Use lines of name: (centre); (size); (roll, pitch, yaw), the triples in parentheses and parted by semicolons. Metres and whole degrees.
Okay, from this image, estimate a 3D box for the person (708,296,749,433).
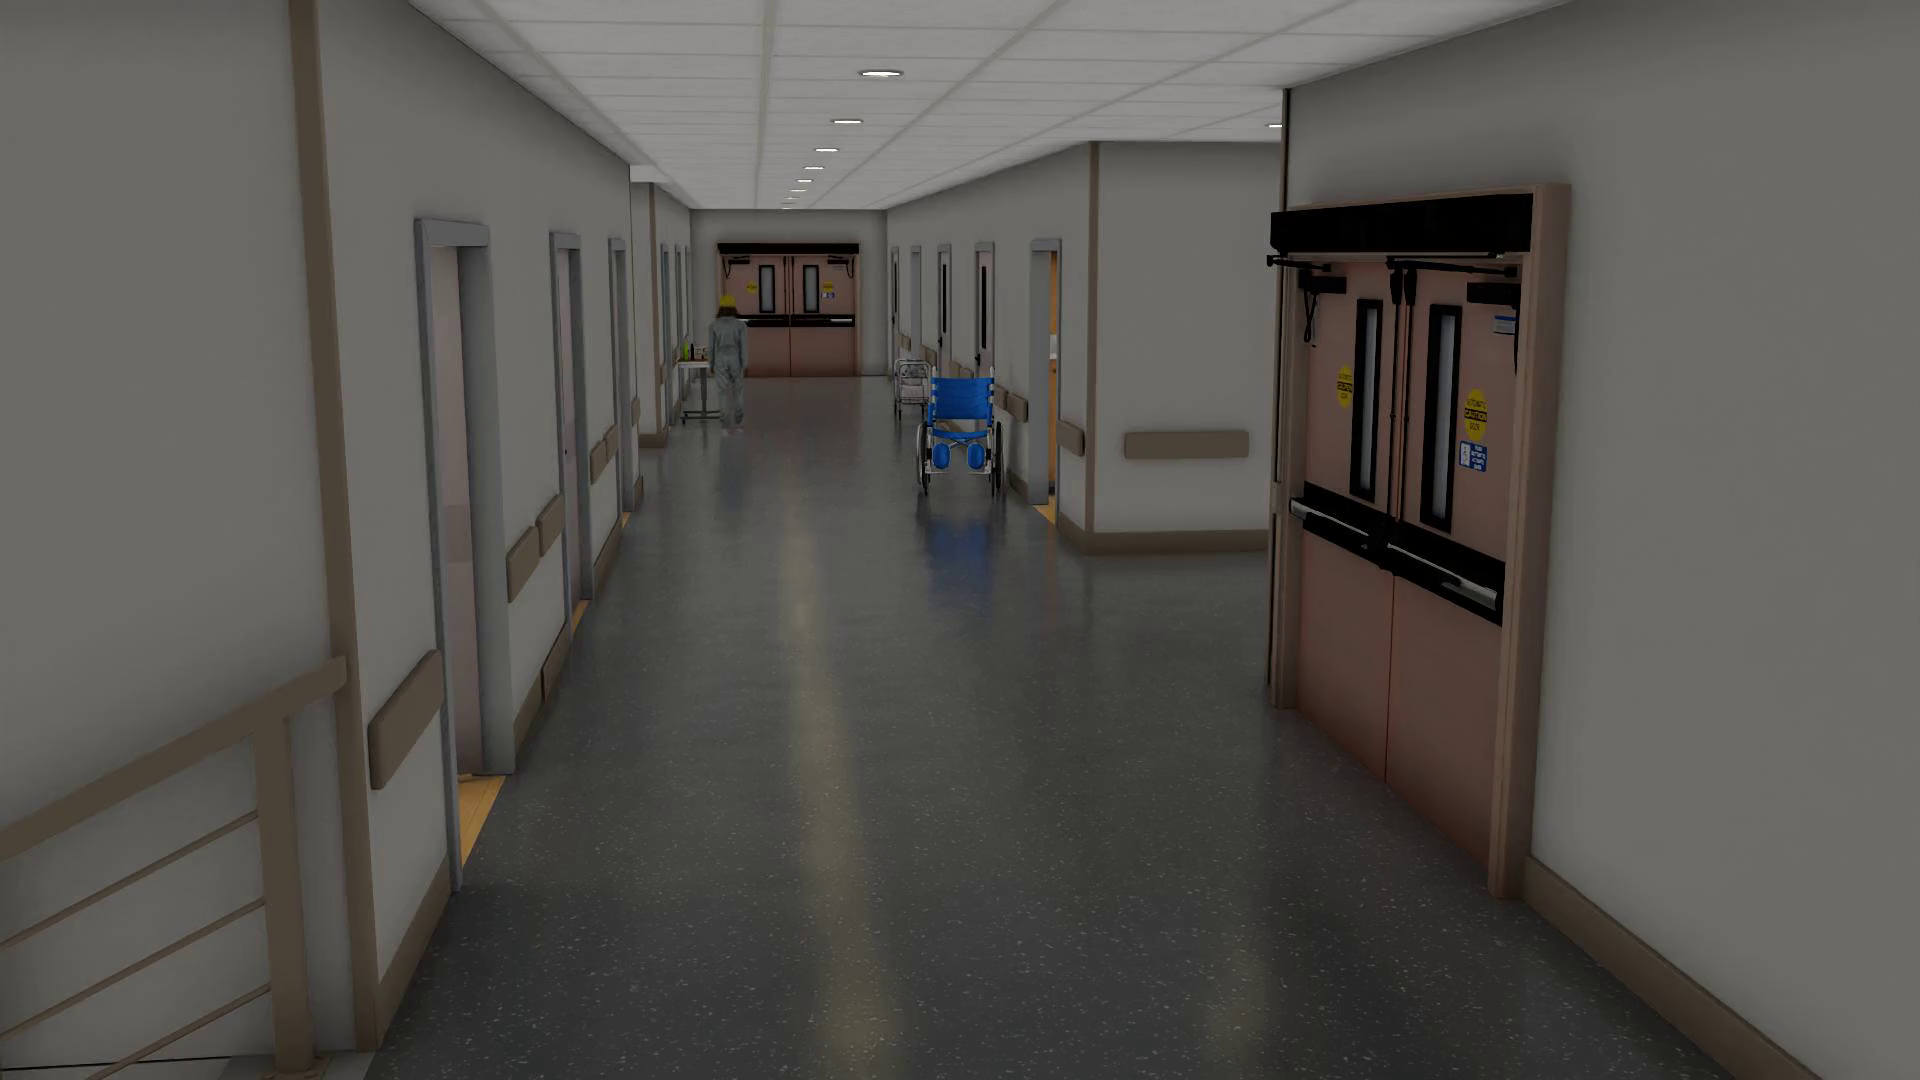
person: (-2.910, -2.218, 20.944); (0.506, 1.693, 0.921); (-1, 10, -4)
